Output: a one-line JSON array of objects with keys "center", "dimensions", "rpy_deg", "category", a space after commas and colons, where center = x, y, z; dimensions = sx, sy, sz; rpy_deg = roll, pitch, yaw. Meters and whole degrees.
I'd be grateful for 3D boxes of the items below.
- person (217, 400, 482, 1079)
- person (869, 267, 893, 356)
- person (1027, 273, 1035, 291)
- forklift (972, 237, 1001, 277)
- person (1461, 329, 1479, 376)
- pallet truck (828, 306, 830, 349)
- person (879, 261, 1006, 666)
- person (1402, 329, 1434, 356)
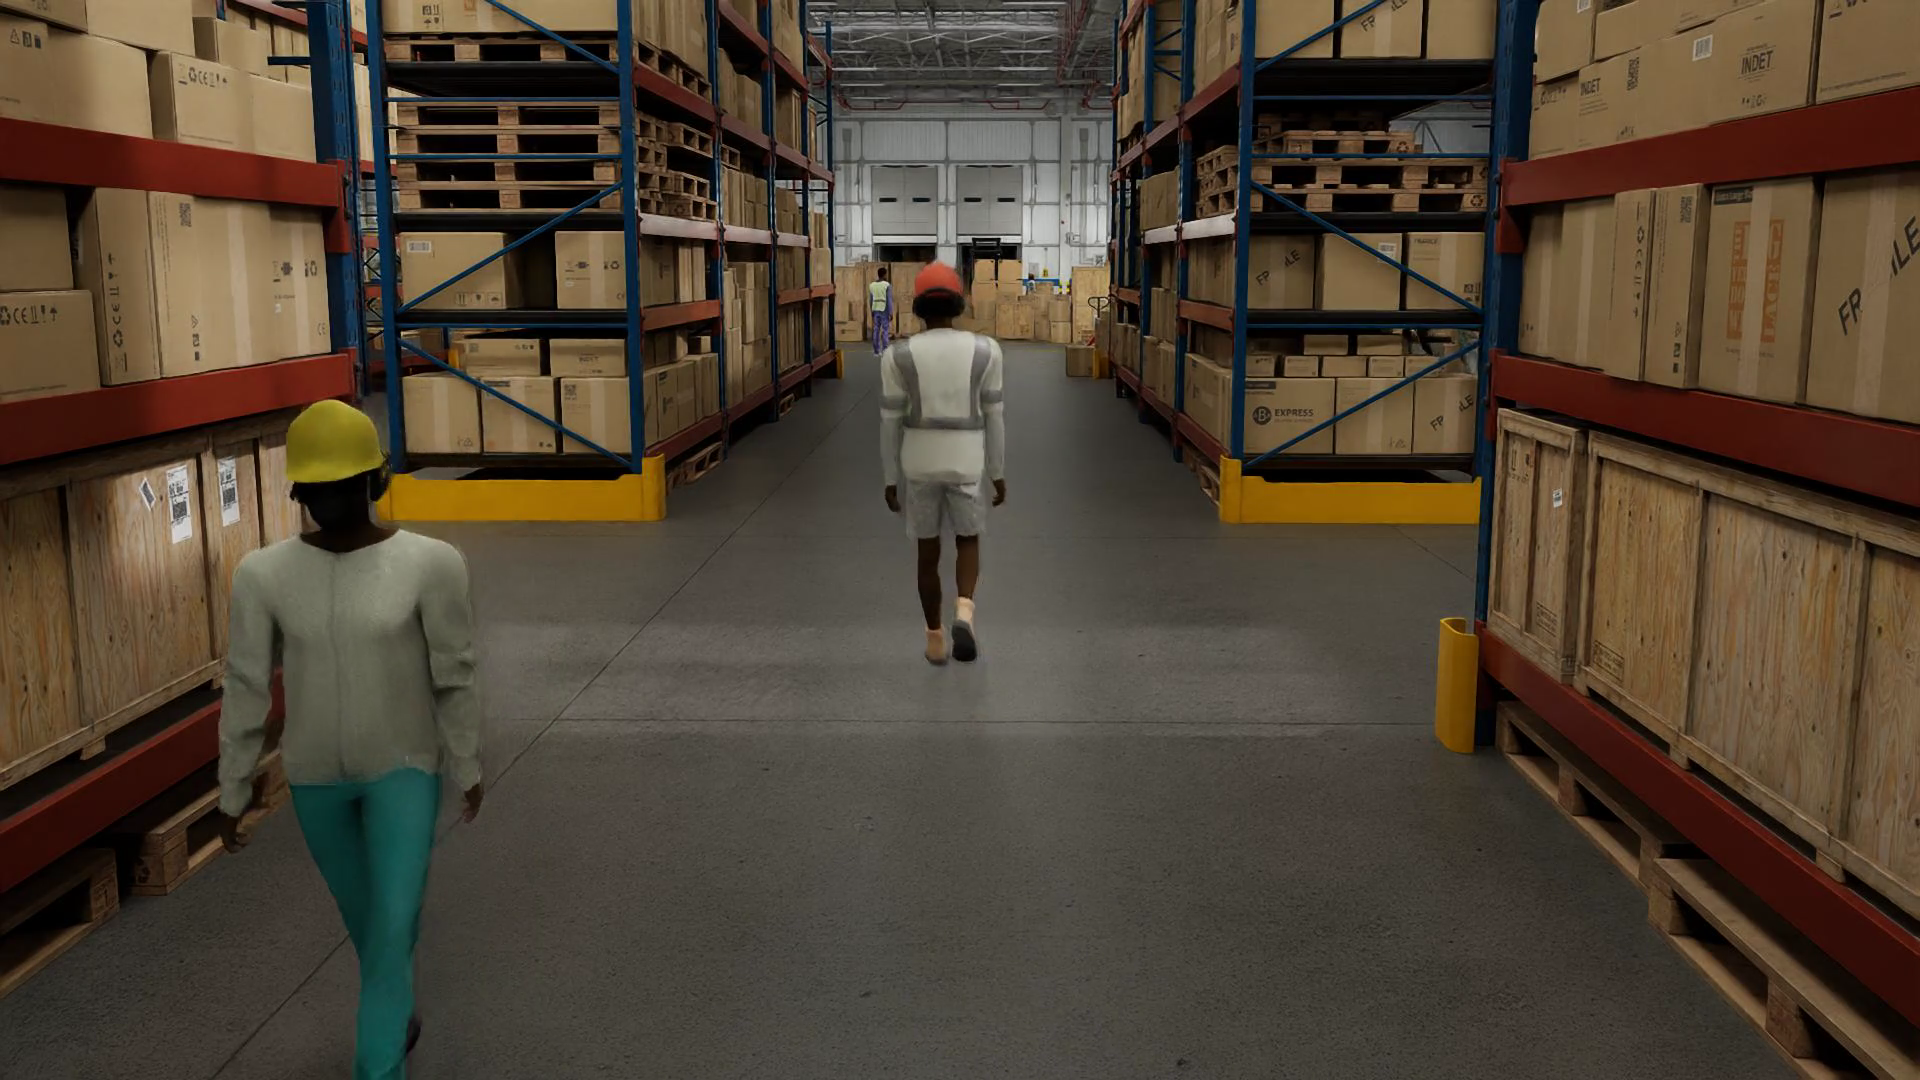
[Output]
[{"center": [-1.397, 0.537, 3.813], "dimensions": [0.549, 1.711, 0.922], "rpy_deg": [-1, 10, -4], "category": "person"}, {"center": [-1.698, -4.918, 35.913], "dimensions": [0.588, 1.914, 0.392], "rpy_deg": [7, 12, 35], "category": "person"}, {"center": [2.553, -8.720, 59.501], "dimensions": [0.312, 1.642, 0.512], "rpy_deg": [2, 10, 10], "category": "person"}, {"center": [0.851, -8.408, 53.923], "dimensions": [1.129, 2.768, 1.873], "rpy_deg": [0, 9, 1], "category": "forklift"}, {"center": [7.026, -2.533, 22.498], "dimensions": [0.520, 1.626, 0.382], "rpy_deg": [2, 10, 9], "category": "person"}, {"center": [-3.100, -3.940, 29.800], "dimensions": [1.885, 1.965, 0.823], "rpy_deg": [3, 10, 19], "category": "pallet truck"}, {"center": [-0.082, -0.353, 8.221], "dimensions": [0.637, 2.032, 0.527], "rpy_deg": [-1, 10, -5], "category": "person"}, {"center": [8.572, -4.138, 31.169], "dimensions": [0.990, 1.950, 0.621], "rpy_deg": [-7, 12, -36], "category": "person"}]
